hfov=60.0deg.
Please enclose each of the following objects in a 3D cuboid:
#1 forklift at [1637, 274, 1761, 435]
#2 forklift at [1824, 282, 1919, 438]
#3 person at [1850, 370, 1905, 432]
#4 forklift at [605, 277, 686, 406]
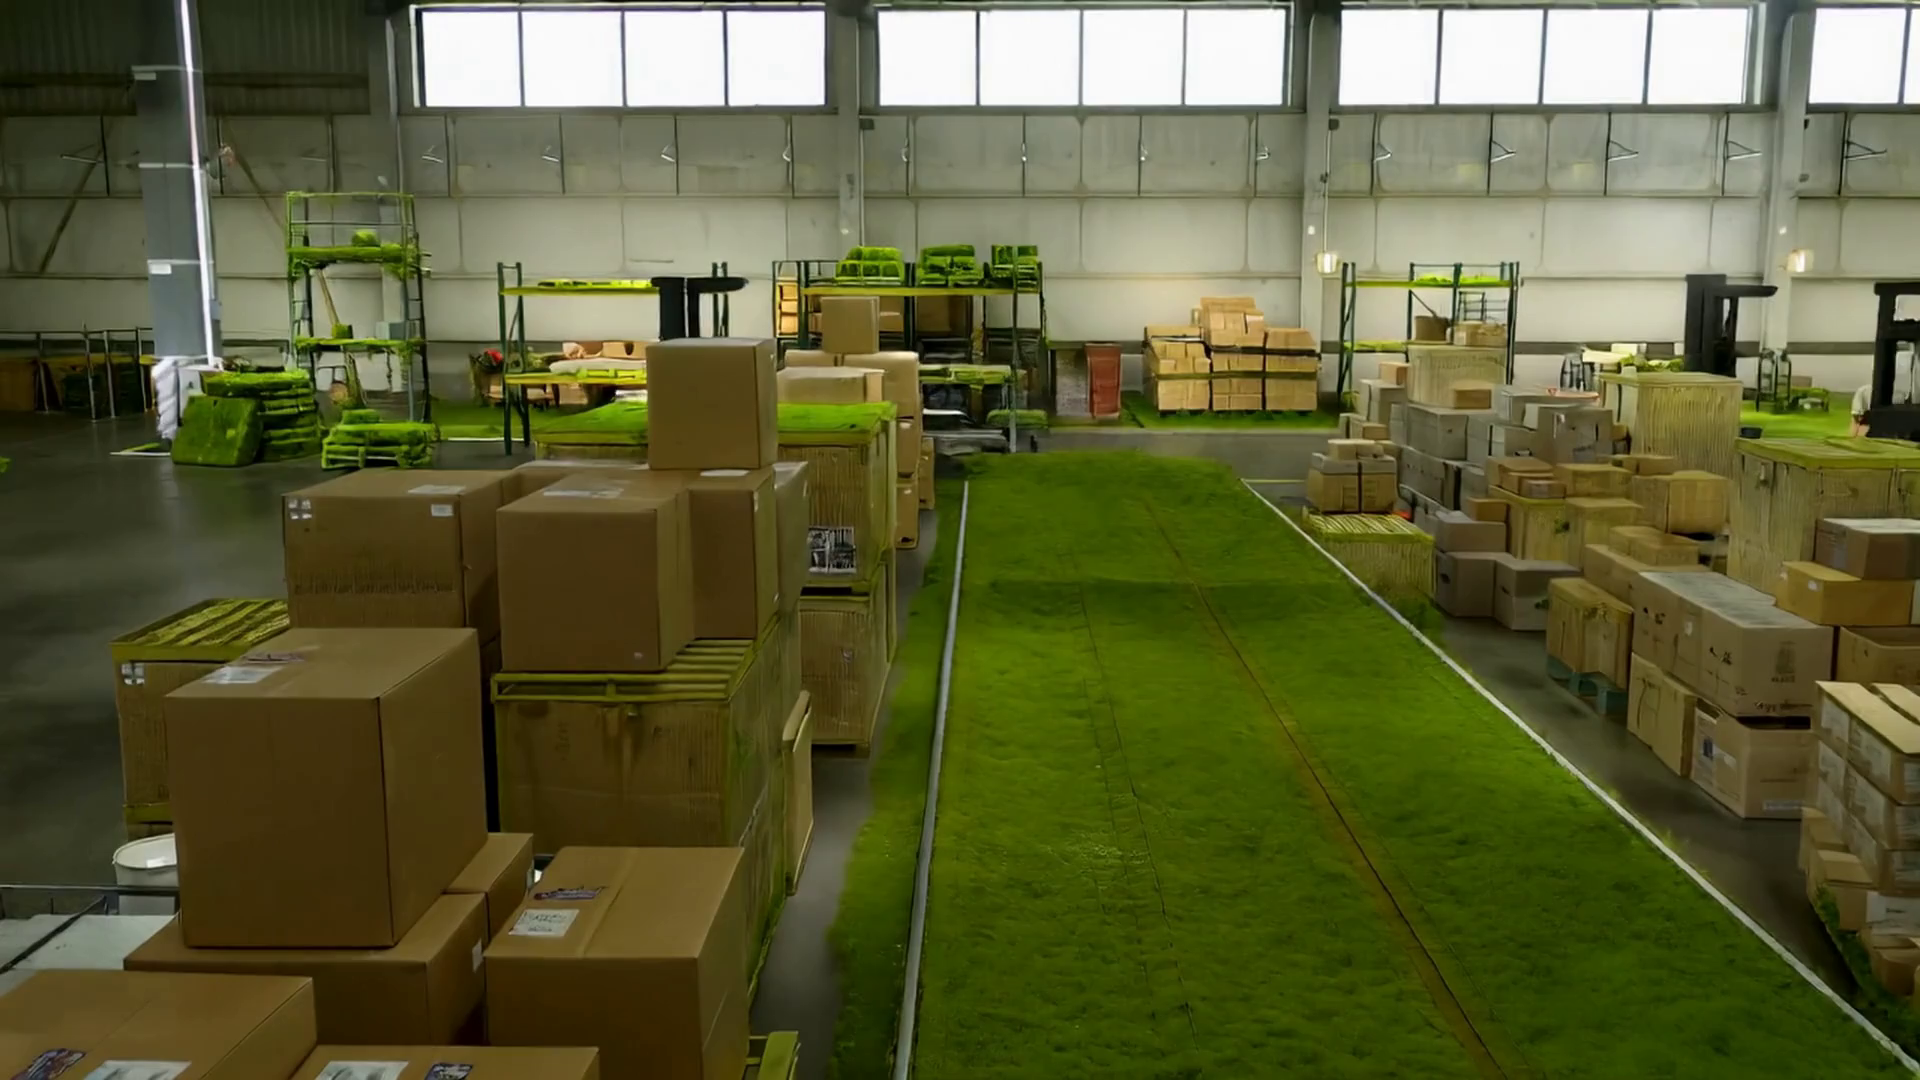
[{"bbox_3d":[13.001,-3.274,29.249,1.873,2.768,1.129,0,9,1],"label":"forklift"},{"bbox_3d":[10.309,-1.391,17.968,1.129,2.768,1.873,0,9,0],"label":"forklift"},{"bbox_3d":[10.639,-1.140,19.317,0.542,1.927,0.374,3,10,17],"label":"person"},{"bbox_3d":[-4.121,-2.375,23.862,1.873,2.768,1.129,-1,10,-5],"label":"forklift"}]
